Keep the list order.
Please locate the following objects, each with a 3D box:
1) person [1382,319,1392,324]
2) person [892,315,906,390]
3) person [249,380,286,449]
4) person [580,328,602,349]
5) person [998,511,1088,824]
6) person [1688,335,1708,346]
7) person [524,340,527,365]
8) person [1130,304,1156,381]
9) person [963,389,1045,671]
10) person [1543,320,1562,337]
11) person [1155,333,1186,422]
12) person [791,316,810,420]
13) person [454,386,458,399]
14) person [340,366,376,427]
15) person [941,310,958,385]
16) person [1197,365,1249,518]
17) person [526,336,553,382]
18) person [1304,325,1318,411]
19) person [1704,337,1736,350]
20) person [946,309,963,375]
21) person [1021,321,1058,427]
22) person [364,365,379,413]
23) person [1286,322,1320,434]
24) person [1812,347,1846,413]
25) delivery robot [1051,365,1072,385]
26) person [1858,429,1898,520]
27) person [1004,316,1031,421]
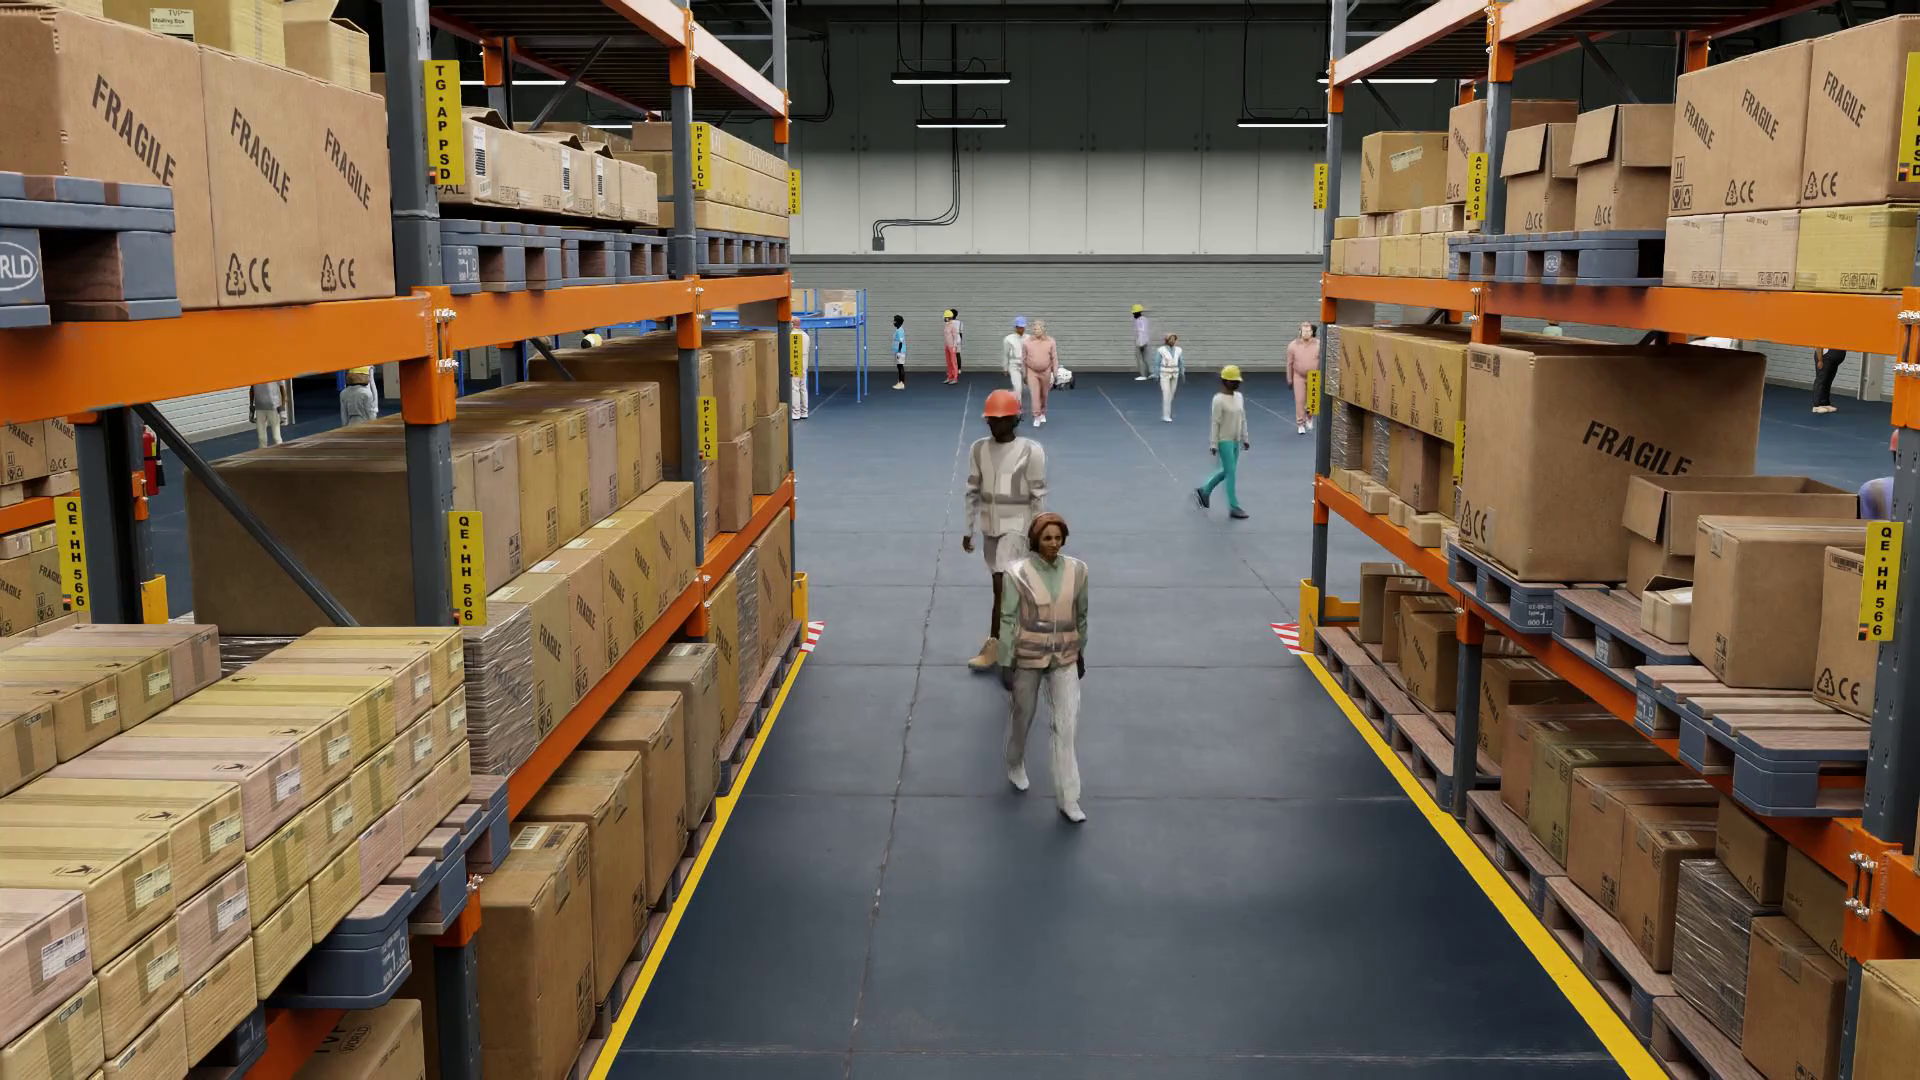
[{"bbox_3d":[9.623,-4.210,37.811,0.504,1.623,0.433,-4,10,-21],"label":"person"},{"bbox_3d":[-1.403,-4.311,38.198,0.317,1.696,0.538,-1,10,-7],"label":"person"},{"bbox_3d":[-9.286,-1.737,22.277,0.512,1.868,0.329,1,9,4],"label":"person"},{"bbox_3d":[-6.851,-3.151,30.820,0.429,1.844,0.626,2,10,11],"label":"person"},{"bbox_3d":[0.434,0.630,8.902,0.532,1.596,0.860,-3,10,-16],"label":"person"},{"bbox_3d":[14.761,-3.436,33.182,0.513,1.614,0.507,3,10,16],"label":"person"},{"bbox_3d":[-10.545,-4.690,39.754,0.373,1.933,0.549,0,9,2],"label":"person"},{"bbox_3d":[4.492,-4.883,41.075,0.588,1.884,0.594,5,11,28],"label":"person"},{"bbox_3d":[0.351,-0.112,12.149,0.621,2.007,0.987,7,11,34],"label":"person"},{"bbox_3d":[14.222,-4.566,39.911,0.280,1.633,0.500,-8,13,-40],"label":"person"},{"bbox_3d":[3.855,-2.945,30.242,0.522,1.612,0.686,-4,10,-21],"label":"person"},{"bbox_3d":[-3.053,-3.179,30.793,0.403,1.906,0.651,5,11,27],"label":"person"},{"bbox_3d":[-5.560,-0.898,18.033,0.534,1.592,0.759,1,10,7],"label":"person"},{"bbox_3d":[-7.061,-1.232,19.629,0.484,1.739,0.305,4,10,22],"label":"person"},{"bbox_3d":[-0.246,-4.608,39.786,0.333,1.763,0.527,-5,11,-27],"label":"person"},{"bbox_3d":[3.027,-1.154,19.150,0.762,1.738,0.547,9,13,42],"label":"person"},{"bbox_3d":[-5.564,-1.804,22.483,0.629,1.931,0.376,2,10,13],"label":"person"},{"bbox_3d":[6.826,-3.351,32.443,0.317,1.695,0.540,-8,12,-39],"label":"person"},{"bbox_3d":[13.840,-3.102,30.419,0.602,1.872,0.412,-1,10,-6],"label":"person"},{"bbox_3d":[-0.167,-5.125,43.067,0.541,1.696,0.316,-7,12,-37],"label":"person"},{"bbox_3d":[1.429,-3.010,29.995,0.657,1.880,0.946,0,9,-2],"label":"person"},{"bbox_3d":[-11.472,-3.381,32.141,0.315,1.862,0.500,2,10,9],"label":"person"},{"bbox_3d":[5.904,-2.776,28.423,0.668,1.889,0.630,1,10,7],"label":"person"},{"bbox_3d":[16.938,-3.489,32.370,0.678,2.000,0.537,-7,12,-37],"label":"person"},{"bbox_3d":[2.323,-3.767,38.196,0.477,0.478,0.707,3,10,19],"label":"delivery robot"},{"bbox_3d":[5.978,0.202,10.620,0.567,1.883,1.014,4,10,22],"label":"person"},{"bbox_3d":[1.099,-3.205,30.916,0.621,1.924,0.831,-3,10,-17],"label":"person"}]
